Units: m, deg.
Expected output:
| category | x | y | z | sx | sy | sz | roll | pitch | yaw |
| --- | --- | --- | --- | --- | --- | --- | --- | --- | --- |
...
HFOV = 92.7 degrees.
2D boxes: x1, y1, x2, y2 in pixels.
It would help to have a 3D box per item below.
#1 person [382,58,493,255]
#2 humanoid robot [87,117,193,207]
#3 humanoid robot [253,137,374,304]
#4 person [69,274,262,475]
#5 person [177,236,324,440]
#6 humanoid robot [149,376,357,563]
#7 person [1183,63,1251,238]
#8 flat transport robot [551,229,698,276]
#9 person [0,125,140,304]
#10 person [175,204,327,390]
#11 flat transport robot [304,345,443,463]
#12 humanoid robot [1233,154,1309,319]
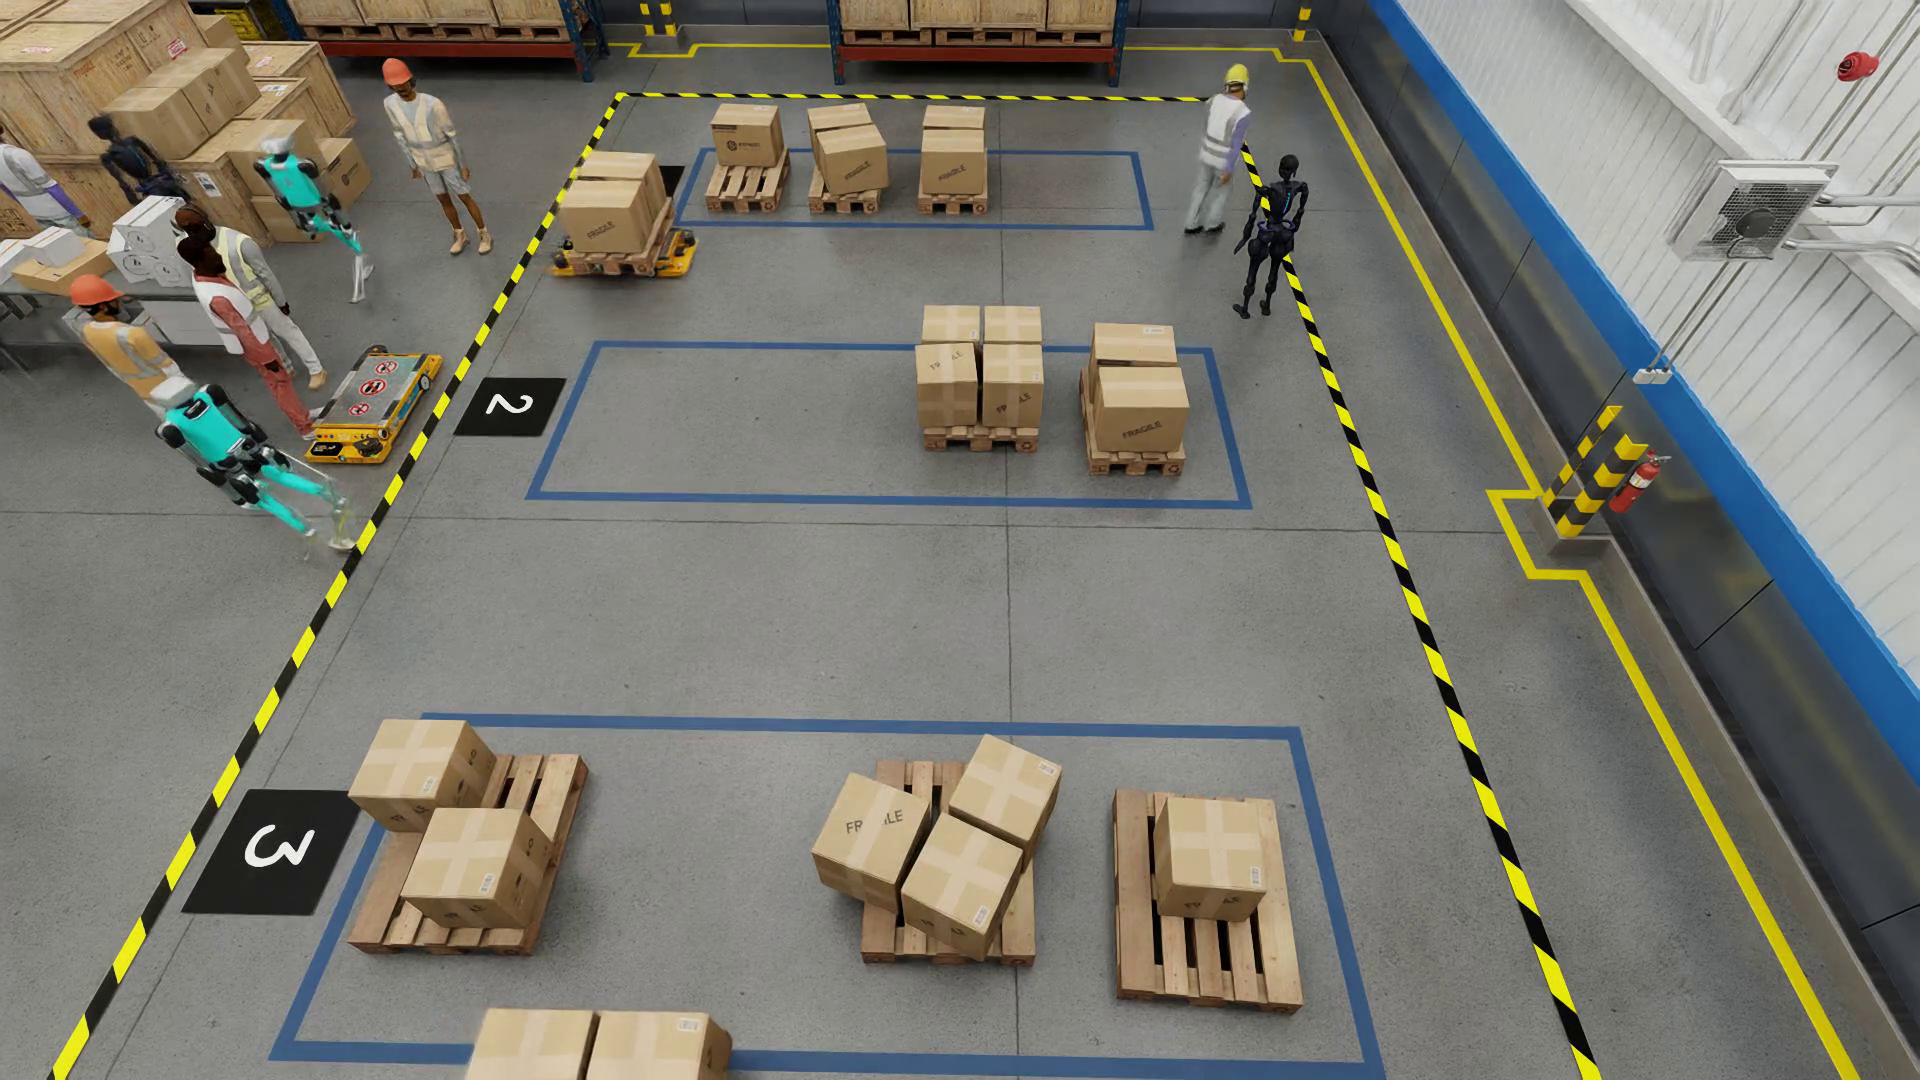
| category | x | y | z | sx | sy | sz | roll | pitch | yaw |
| --- | --- | --- | --- | --- | --- | --- | --- | --- | --- |
| person | -5.449 | -3.934 | 9.532 | 0.613 | 2.047 | 0.355 | 0 | 50 | 0 |
| humanoid robot | -8.274 | -3.550 | 9.481 | 0.744 | 1.628 | 0.611 | 7 | 50 | 6 |
| humanoid robot | -6.302 | -3.248 | 9.148 | 0.539 | 1.730 | 0.995 | -2 | 50 | -2 |
| person | -6.350 | -1.241 | 7.329 | 0.549 | 1.932 | 0.379 | 7 | 50 | 6 |
| person | -5.927 | -1.656 | 7.687 | 0.380 | 1.917 | 0.590 | -32 | 57 | -24 |
| humanoid robot | -5.032 | -0.423 | 6.787 | 0.808 | 1.794 | 0.541 | 9 | 50 | 7 |
| person | 2.777 | -4.133 | 9.866 | 0.616 | 1.788 | 0.609 | -31 | 56 | -23 |
| flat transport robot | -3.655 | -3.159 | 10.022 | 1.431 | 0.197 | 0.652 | 1 | 50 | 1 |
| person | -8.866 | -3.248 | 8.952 | 0.609 | 2.048 | 0.362 | 8 | 50 | 7 |
| person | -6.304 | -2.120 | 8.138 | 0.622 | 1.837 | 0.429 | -3 | 50 | -2 |
| flat transport robot | -5.383 | -1.269 | 8.441 | 0.659 | 0.231 | 1.431 | 1 | 50 | 1 |
| humanoid robot | 3.011 | -2.935 | 8.920 | 0.599 | 1.654 | 0.315 | -6 | 50 | -5 |
